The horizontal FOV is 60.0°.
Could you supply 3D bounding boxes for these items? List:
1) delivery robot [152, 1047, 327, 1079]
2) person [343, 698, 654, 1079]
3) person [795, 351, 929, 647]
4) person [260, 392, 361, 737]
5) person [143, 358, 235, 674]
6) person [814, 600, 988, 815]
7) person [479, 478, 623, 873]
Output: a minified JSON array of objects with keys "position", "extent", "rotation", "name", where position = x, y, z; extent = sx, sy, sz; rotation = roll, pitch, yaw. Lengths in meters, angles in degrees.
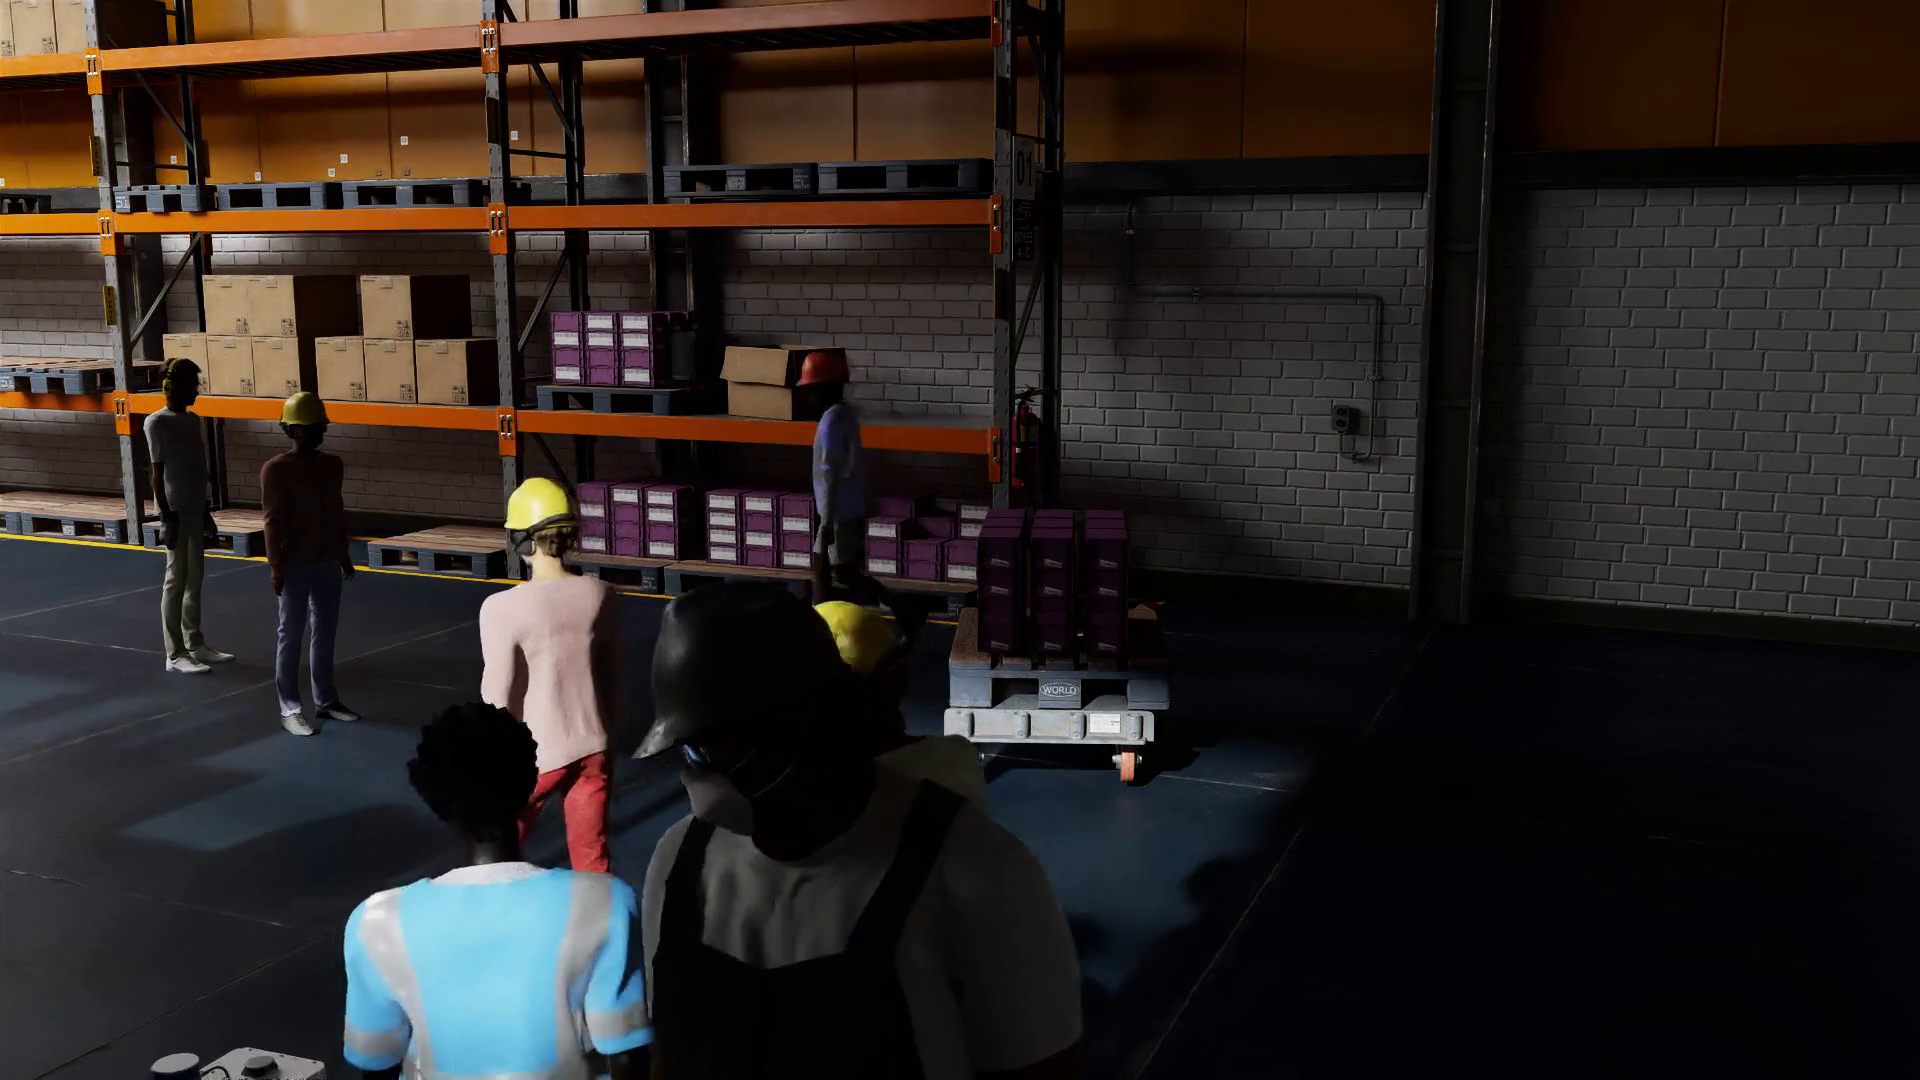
[{"position":[-1.830,1.455,3.920],"extent":[0.477,0.478,0.707],"rotation":[3,10,19],"name":"delivery robot"},{"position":[-0.808,1.089,3.058],"extent":[0.543,1.658,0.822],"rotation":[-1,10,-6],"name":"person"},{"position":[-0.656,-0.205,10.155],"extent":[0.853,1.902,0.552],"rotation":[1,9,3],"name":"person"},{"position":[-3.346,0.116,8.603],"extent":[0.325,1.767,0.533],"rotation":[4,10,24],"name":"person"},{"position":[-4.590,-0.145,9.871],"extent":[0.328,1.865,0.508],"rotation":[0,9,2],"name":"person"},{"position":[-0.151,0.984,3.504],"extent":[0.563,1.743,0.392],"rotation":[-9,13,-42],"name":"person"},{"position":[-1.327,0.673,5.310],"extent":[0.569,1.746,0.559],"rotation":[8,13,41],"name":"person"}]
